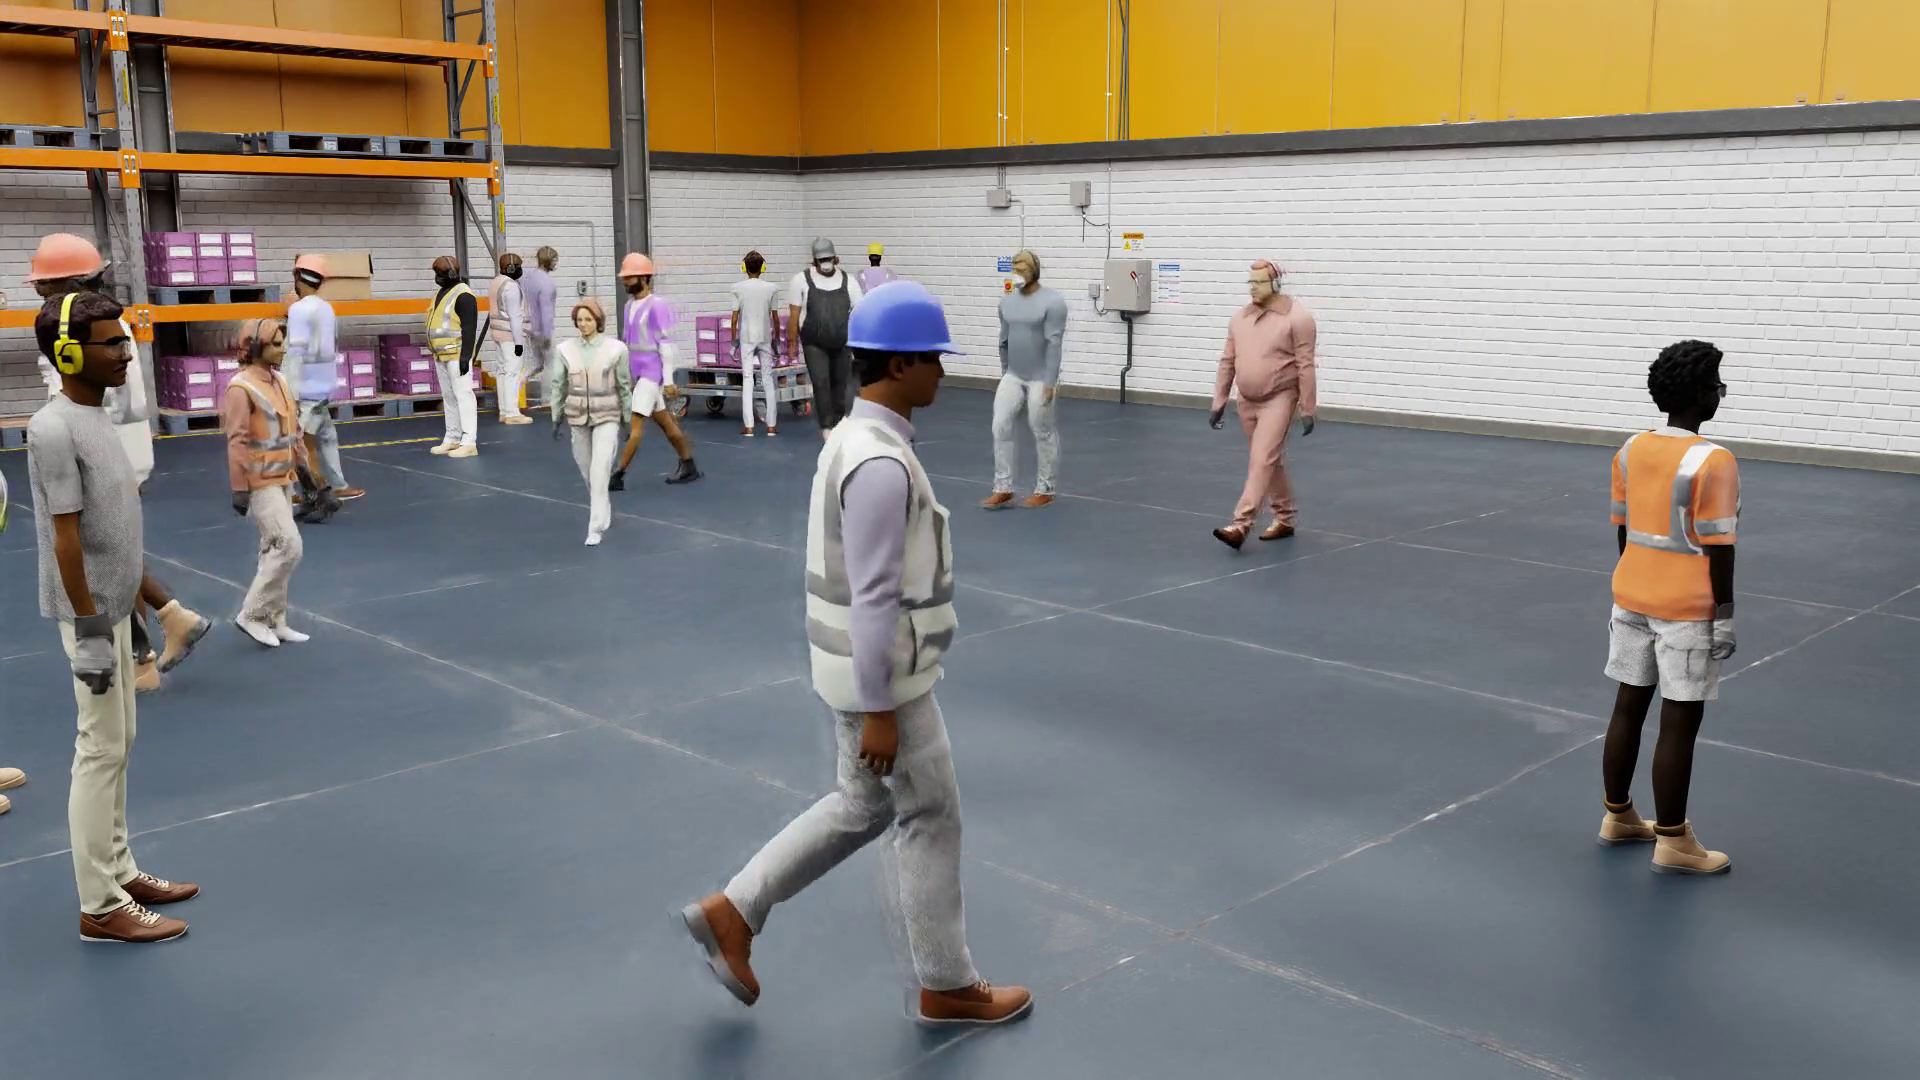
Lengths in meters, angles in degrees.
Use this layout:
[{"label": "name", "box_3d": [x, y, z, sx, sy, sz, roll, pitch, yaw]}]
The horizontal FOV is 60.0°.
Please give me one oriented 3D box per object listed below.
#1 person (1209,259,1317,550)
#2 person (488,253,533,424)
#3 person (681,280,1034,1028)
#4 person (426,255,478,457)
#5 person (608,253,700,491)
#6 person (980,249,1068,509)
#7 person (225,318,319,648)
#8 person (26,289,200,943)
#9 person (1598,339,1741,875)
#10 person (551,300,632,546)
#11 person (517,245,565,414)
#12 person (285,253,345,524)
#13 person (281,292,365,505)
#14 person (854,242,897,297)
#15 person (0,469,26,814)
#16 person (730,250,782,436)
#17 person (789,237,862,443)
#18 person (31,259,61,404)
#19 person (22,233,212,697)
[{"label": "person", "box_3d": [1.908, -0.873, 10.790, 0.985, 1.852, 0.676, -9, 13, -39]}, {"label": "person", "box_3d": [-4.829, -2.162, 17.917, 0.431, 1.836, 0.619, -7, 12, -32]}, {"label": "person", "box_3d": [-0.267, 0.314, 4.175, 0.839, 1.921, 0.616, -1, 10, -7]}, {"label": "person", "box_3d": [-4.663, -1.681, 15.264, 0.429, 1.841, 0.625, -10, 14, -42]}, {"label": "person", "box_3d": [-2.527, -1.341, 13.306, 1.017, 1.886, 0.559, -8, 13, -36]}, {"label": "person", "box_3d": [0.451, -1.146, 12.152, 0.632, 1.916, 0.743, 8, 13, 37]}, {"label": "person", "box_3d": [-3.370, -0.271, 8.156, 0.370, 1.622, 0.517, 0, 10, -3]}, {"label": "person", "box_3d": [-2.454, 0.223, 4.796, 0.328, 1.872, 0.508, -3, 11, -17]}, {"label": "person", "box_3d": [2.280, 0.212, 5.319, 0.318, 1.700, 0.534, -3, 11, -15]}, {"label": "person", "box_3d": [-2.450, -0.808, 11.141, 0.527, 1.605, 0.810, 1, 10, 5]}, {"label": "person", "box_3d": [-4.760, -2.343, 18.670, 0.629, 1.913, 0.661, -8, 13, -37]}, {"label": "person", "box_3d": [-4.606, -1.053, 11.694, 0.424, 1.891, 0.573, 0, 10, 1]}, {"label": "person", "box_3d": [-4.890, -1.075, 12.572, 0.518, 1.602, 0.729, 7, 12, 33]}, {"label": "person", "box_3d": [-1.105, -2.943, 21.897, 0.586, 1.928, 0.369, -1, 10, -6]}, {"label": "person", "box_3d": [-3.562, 0.048, 5.826, 0.429, 1.842, 0.637, -3, 11, -18]}, {"label": "person", "box_3d": [-2.070, -1.982, 16.820, 0.521, 1.870, 0.319, -2, 11, -12]}, {"label": "person", "box_3d": [-1.249, -1.973, 16.301, 0.816, 2.000, 0.760, -3, 11, -17]}, {"label": "person", "box_3d": [-6.688, -1.172, 12.391, 0.398, 1.883, 0.583, -2, 11, -10]}, {"label": "person", "box_3d": [-3.683, -0.301, 7.213, 0.533, 2.025, 0.651, -3, 11, -16]}]
